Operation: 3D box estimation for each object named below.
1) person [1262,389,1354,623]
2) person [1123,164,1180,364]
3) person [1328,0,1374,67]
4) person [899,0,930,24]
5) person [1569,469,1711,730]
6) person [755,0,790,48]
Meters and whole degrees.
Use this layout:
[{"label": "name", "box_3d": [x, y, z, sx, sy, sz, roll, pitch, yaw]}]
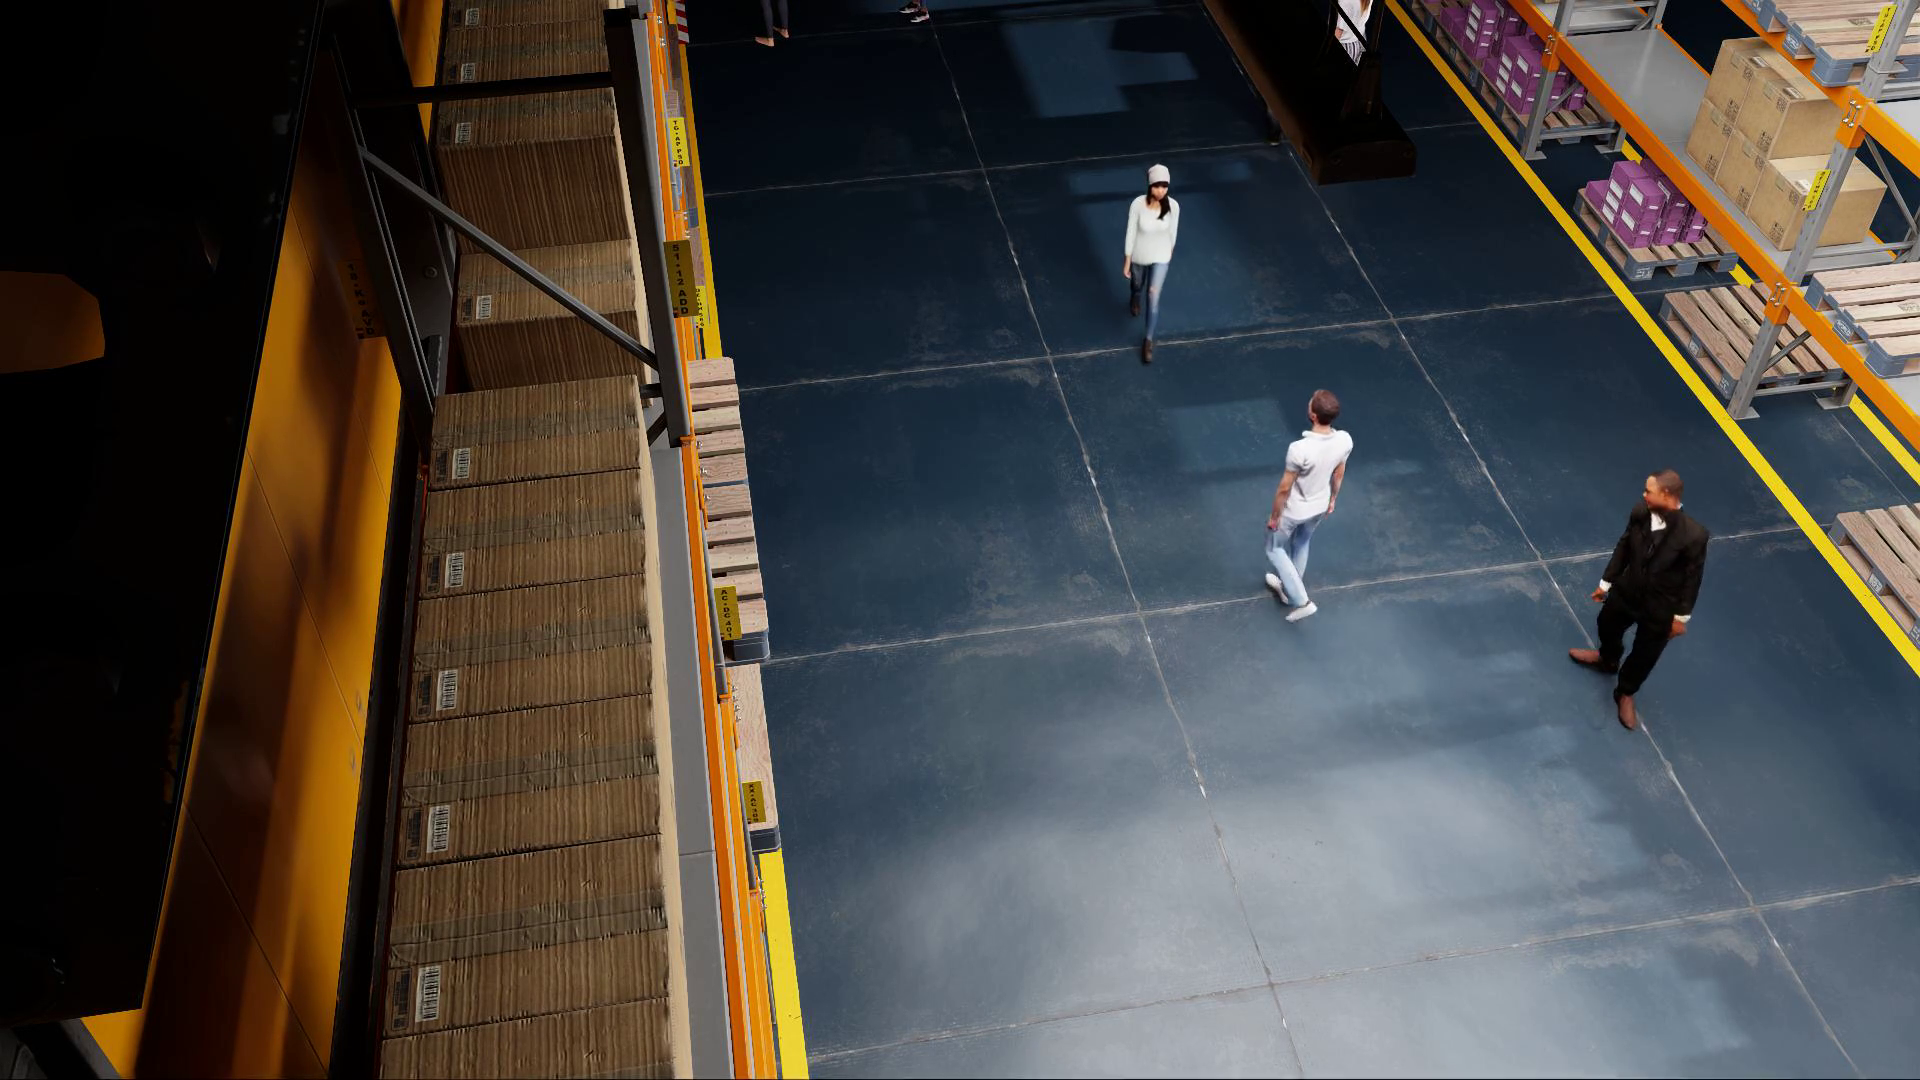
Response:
[{"label": "person", "box_3d": [2.325, -0.165, 11.056, 0.827, 1.839, 0.961, -19, 47, -19]}, {"label": "person", "box_3d": [1.512, -2.331, 13.496, 0.747, 1.609, 1.149, 3, 44, 3]}, {"label": "person", "box_3d": [3.732, -4.802, 16.040, 0.826, 1.678, 0.791, 32, 52, 29]}, {"label": "person", "box_3d": [-0.467, -6.337, 17.696, 0.712, 1.616, 0.596, -16, 46, -16]}, {"label": "person", "box_3d": [4.378, 0.384, 10.456, 0.783, 1.871, 0.996, 32, 52, 29]}, {"label": "person", "box_3d": [-1.993, -6.022, 17.256, 0.734, 1.768, 0.687, 29, 51, 27]}]
